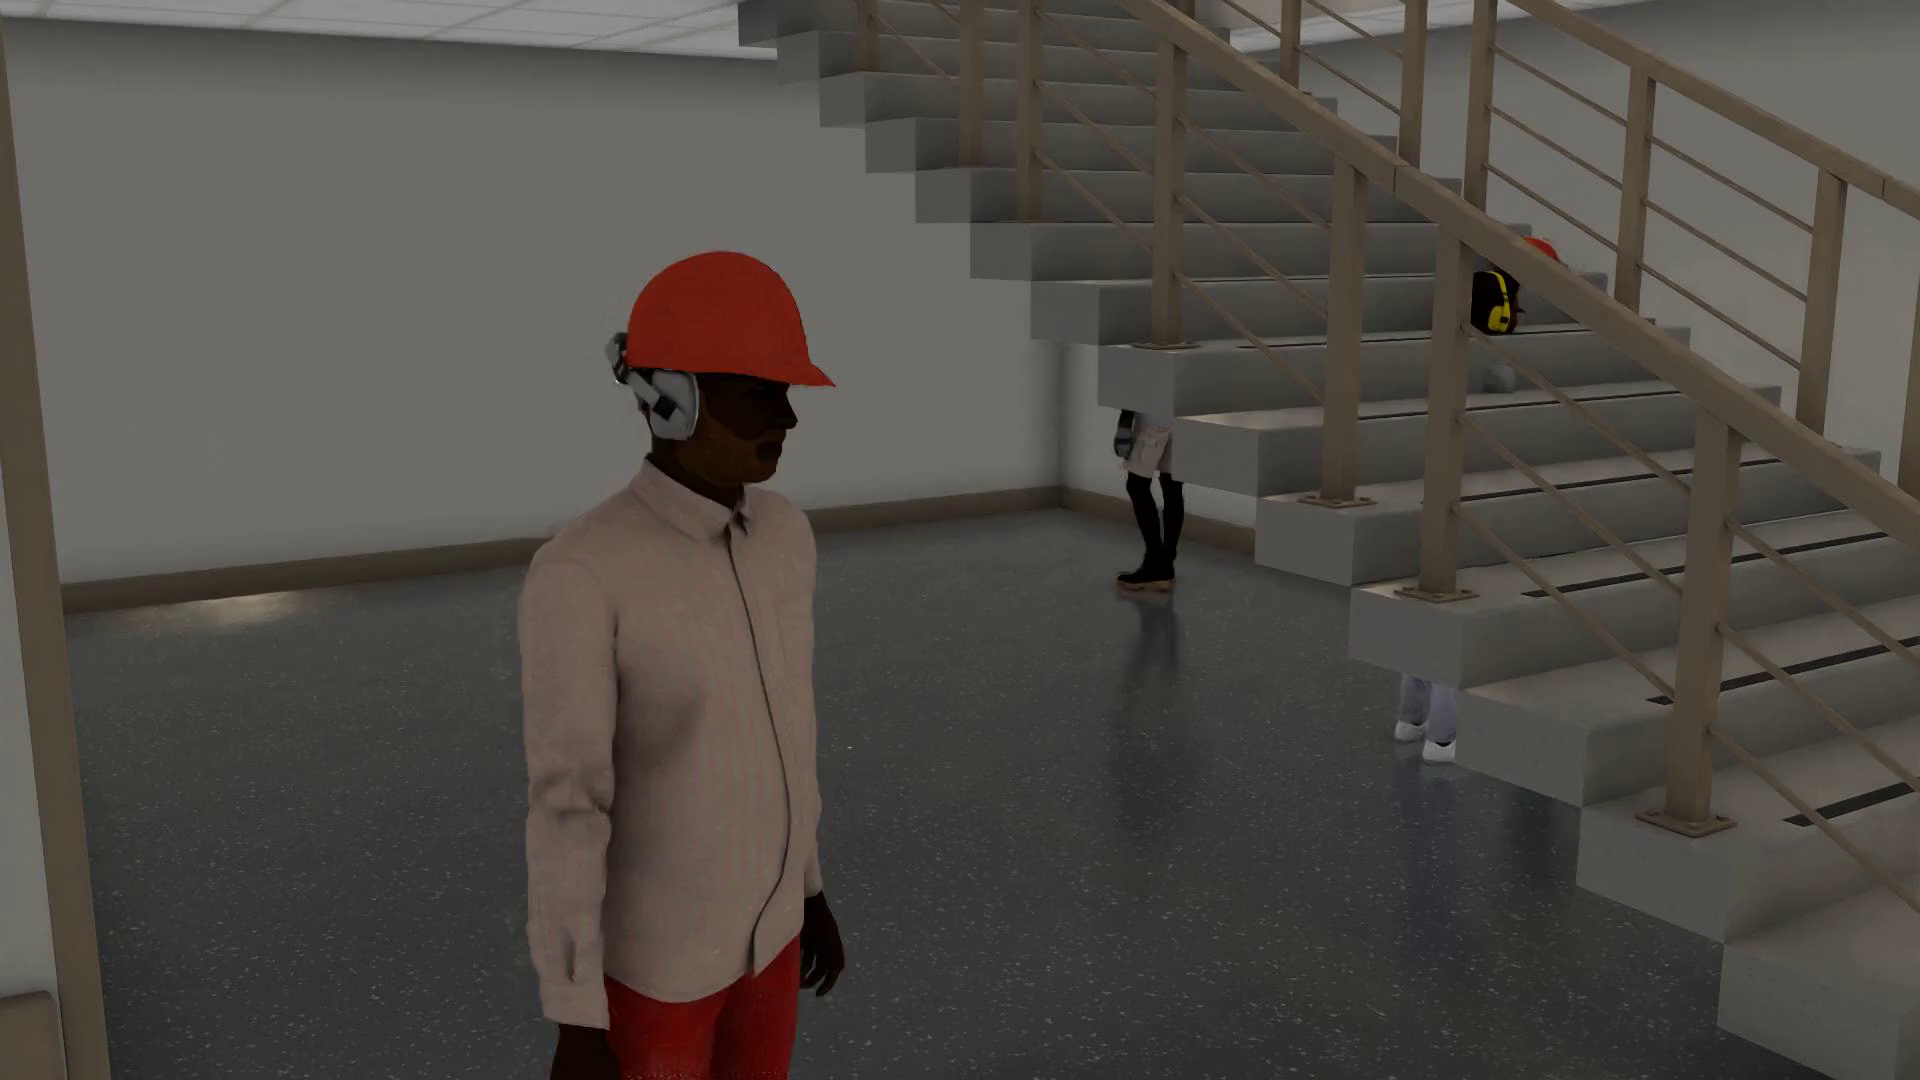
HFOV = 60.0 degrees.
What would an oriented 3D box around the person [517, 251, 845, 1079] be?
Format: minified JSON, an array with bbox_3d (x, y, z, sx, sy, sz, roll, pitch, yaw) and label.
[{"bbox_3d":[-0.389,0.585,2.464,0.388,1.982,0.679,6,12,28],"label":"person"}]

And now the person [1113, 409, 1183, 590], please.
[{"bbox_3d":[1.133,-0.682,9.224,0.654,1.935,0.414,-10,15,-42],"label":"person"}]

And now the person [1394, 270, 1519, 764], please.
[{"bbox_3d":[1.897,-0.084,6.298,0.367,1.855,0.530,-3,11,-13],"label":"person"}]
